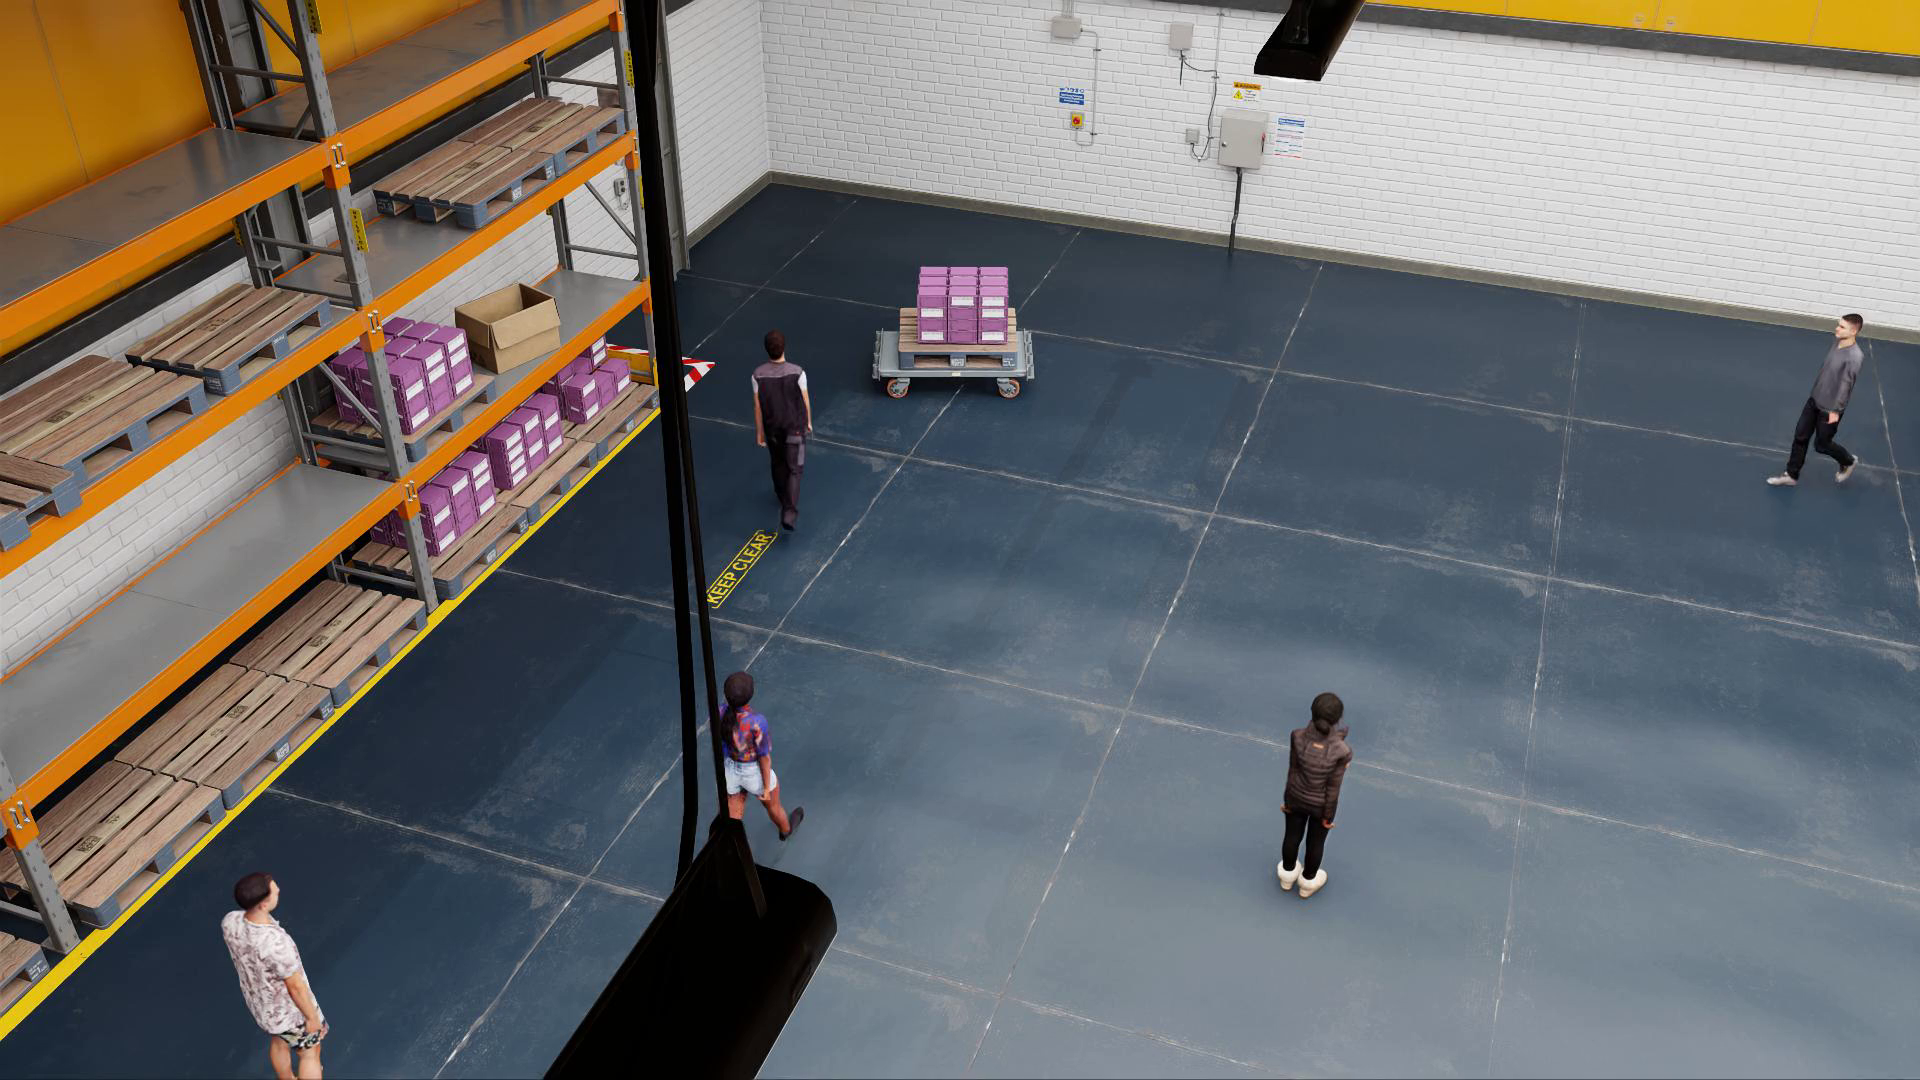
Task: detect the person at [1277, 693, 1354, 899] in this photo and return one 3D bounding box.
[{"bbox_3d":[2.284,1.693,10.816,0.578,1.660,0.625,14,36,20],"label":"person"}]

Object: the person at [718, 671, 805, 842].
[{"bbox_3d":[-1.446,1.629,10.878,0.649,1.698,1.115,13,36,19],"label":"person"}]

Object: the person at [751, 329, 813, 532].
[{"bbox_3d":[-1.553,-0.943,14.638,0.840,1.821,1.197,3,34,4],"label":"person"}]

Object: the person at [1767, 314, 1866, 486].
[{"bbox_3d":[7.976,-1.237,15.148,0.960,1.745,1.038,-3,34,-5],"label":"person"}]

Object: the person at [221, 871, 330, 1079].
[{"bbox_3d":[-3.838,2.574,9.355,0.715,1.811,0.640,19,38,26],"label":"person"}]
